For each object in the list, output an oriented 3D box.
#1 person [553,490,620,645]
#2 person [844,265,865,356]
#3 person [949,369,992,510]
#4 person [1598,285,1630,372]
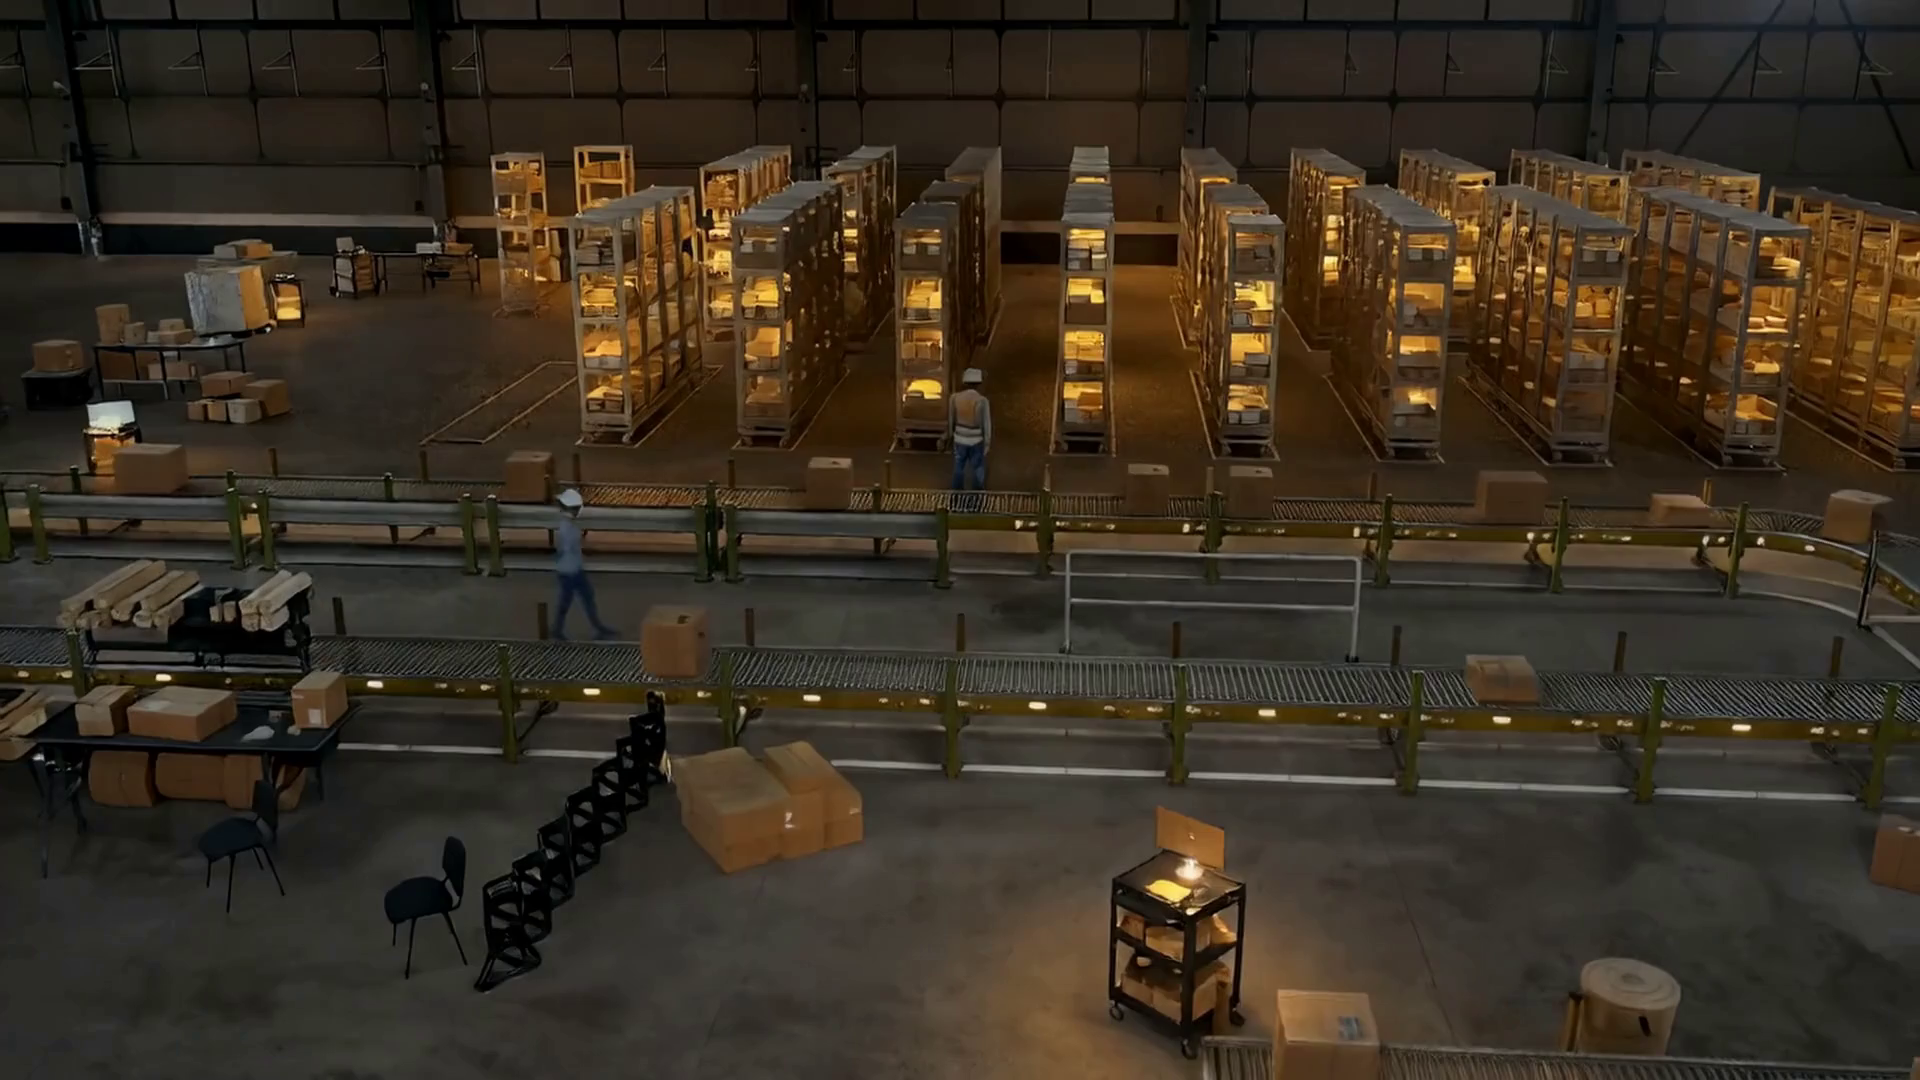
[{"bbox_3d":[-4.021,0.316,17.711,0.807,1.732,0.545,-3,18,-9],"label":"person"},{"bbox_3d":[-2.074,-4.573,33.109,0.542,1.814,0.596,-2,18,-6],"label":"person"},{"bbox_3d":[0.149,-1.378,22.750,0.613,1.943,0.405,8,19,24],"label":"person"},{"bbox_3d":[12.295,-4.025,31.335,0.567,1.833,0.383,12,21,34],"label":"person"}]
